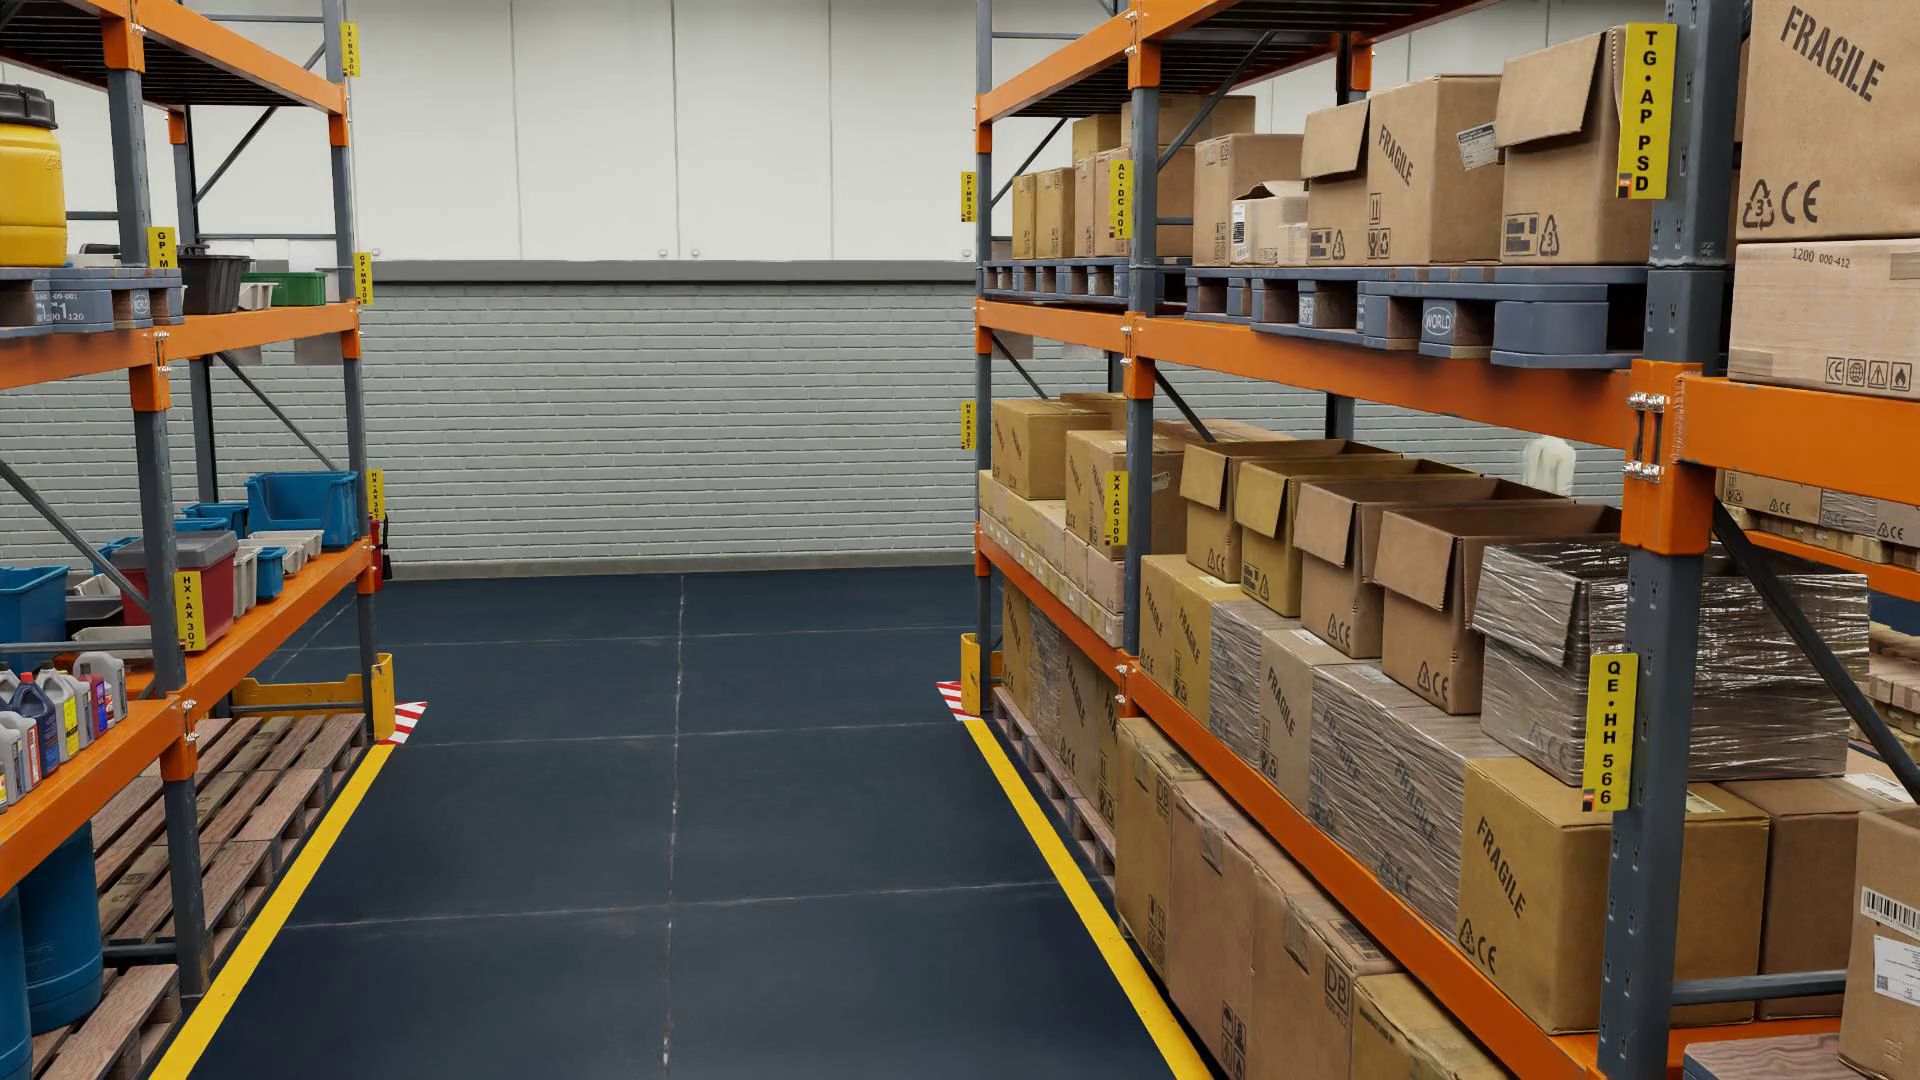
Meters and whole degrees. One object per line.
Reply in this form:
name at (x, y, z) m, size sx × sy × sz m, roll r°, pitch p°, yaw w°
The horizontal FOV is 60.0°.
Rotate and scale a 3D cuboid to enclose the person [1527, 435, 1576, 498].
person at (5.001, -0.217, 14.177) m, size 1.002 × 1.942 × 0.643 m, roll -3°, pitch 10°, yaw -19°
